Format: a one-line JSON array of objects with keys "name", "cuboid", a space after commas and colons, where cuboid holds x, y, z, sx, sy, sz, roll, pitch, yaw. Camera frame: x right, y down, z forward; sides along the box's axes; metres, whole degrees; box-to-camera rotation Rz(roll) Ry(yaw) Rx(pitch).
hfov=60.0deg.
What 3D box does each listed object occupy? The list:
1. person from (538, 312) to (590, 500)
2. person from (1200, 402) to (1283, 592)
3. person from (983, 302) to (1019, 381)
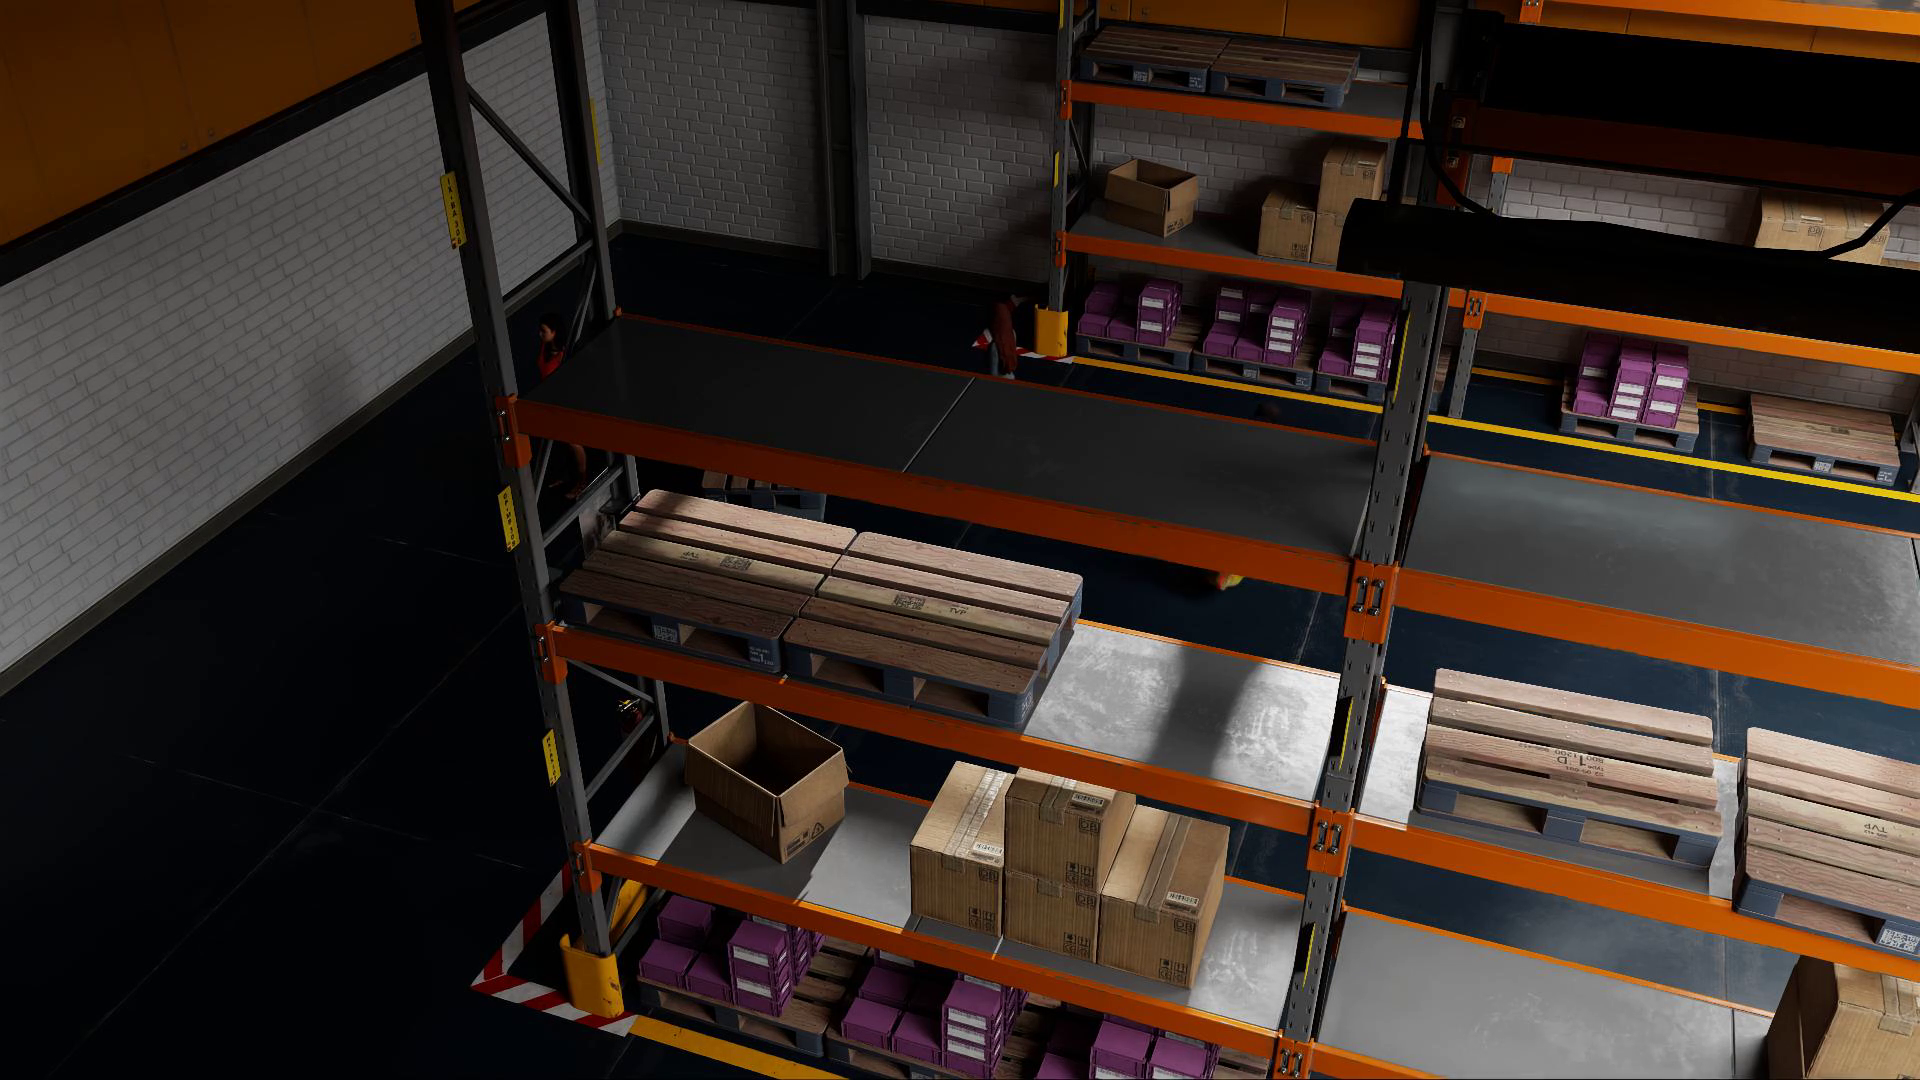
[{"name": "person", "cuboid": [-3.421, -1.166, 14.279, 0.595, 1.719, 0.720, 28, 43, 35]}, {"name": "person", "cuboid": [2.432, -0.375, 13.186, 1.342, 1.611, 1.186, -9, 35, -13]}, {"name": "person", "cuboid": [0.359, -1.254, 14.390, 0.599, 1.743, 0.620, 19, 38, 26]}]
